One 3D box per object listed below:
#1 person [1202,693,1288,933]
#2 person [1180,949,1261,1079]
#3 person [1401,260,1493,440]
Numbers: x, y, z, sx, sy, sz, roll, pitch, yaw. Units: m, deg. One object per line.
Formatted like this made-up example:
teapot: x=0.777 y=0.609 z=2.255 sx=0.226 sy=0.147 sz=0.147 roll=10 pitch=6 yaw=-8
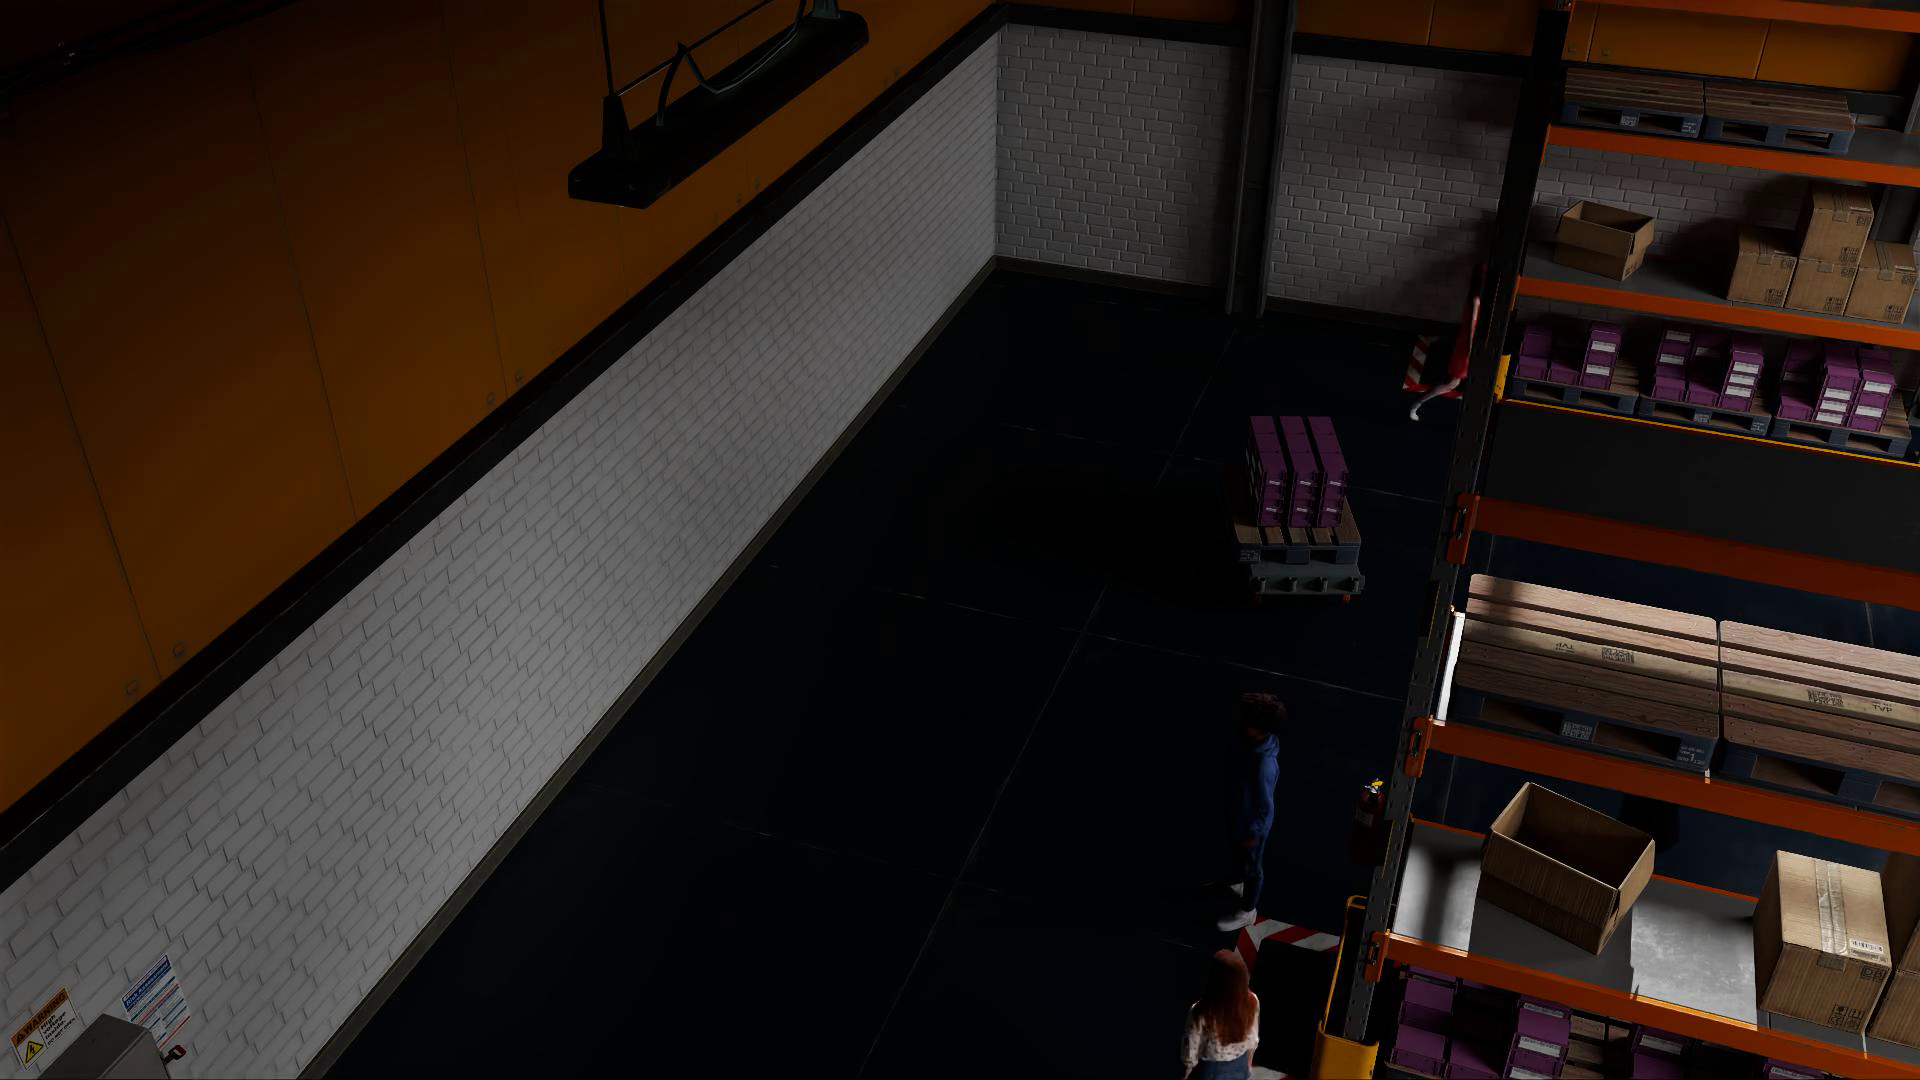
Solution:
person: x=1.807 y=1.677 z=10.420 sx=0.734 sy=1.811 sz=0.755 roll=-3 pitch=34 yaw=-5
person: x=1.388 y=2.841 z=8.755 sx=0.922 sy=1.716 sz=0.896 roll=-5 pitch=34 yaw=-8
person: x=4.688 y=-1.772 z=15.627 sx=1.152 sy=1.791 sz=0.661 roll=15 pitch=36 yaw=21
